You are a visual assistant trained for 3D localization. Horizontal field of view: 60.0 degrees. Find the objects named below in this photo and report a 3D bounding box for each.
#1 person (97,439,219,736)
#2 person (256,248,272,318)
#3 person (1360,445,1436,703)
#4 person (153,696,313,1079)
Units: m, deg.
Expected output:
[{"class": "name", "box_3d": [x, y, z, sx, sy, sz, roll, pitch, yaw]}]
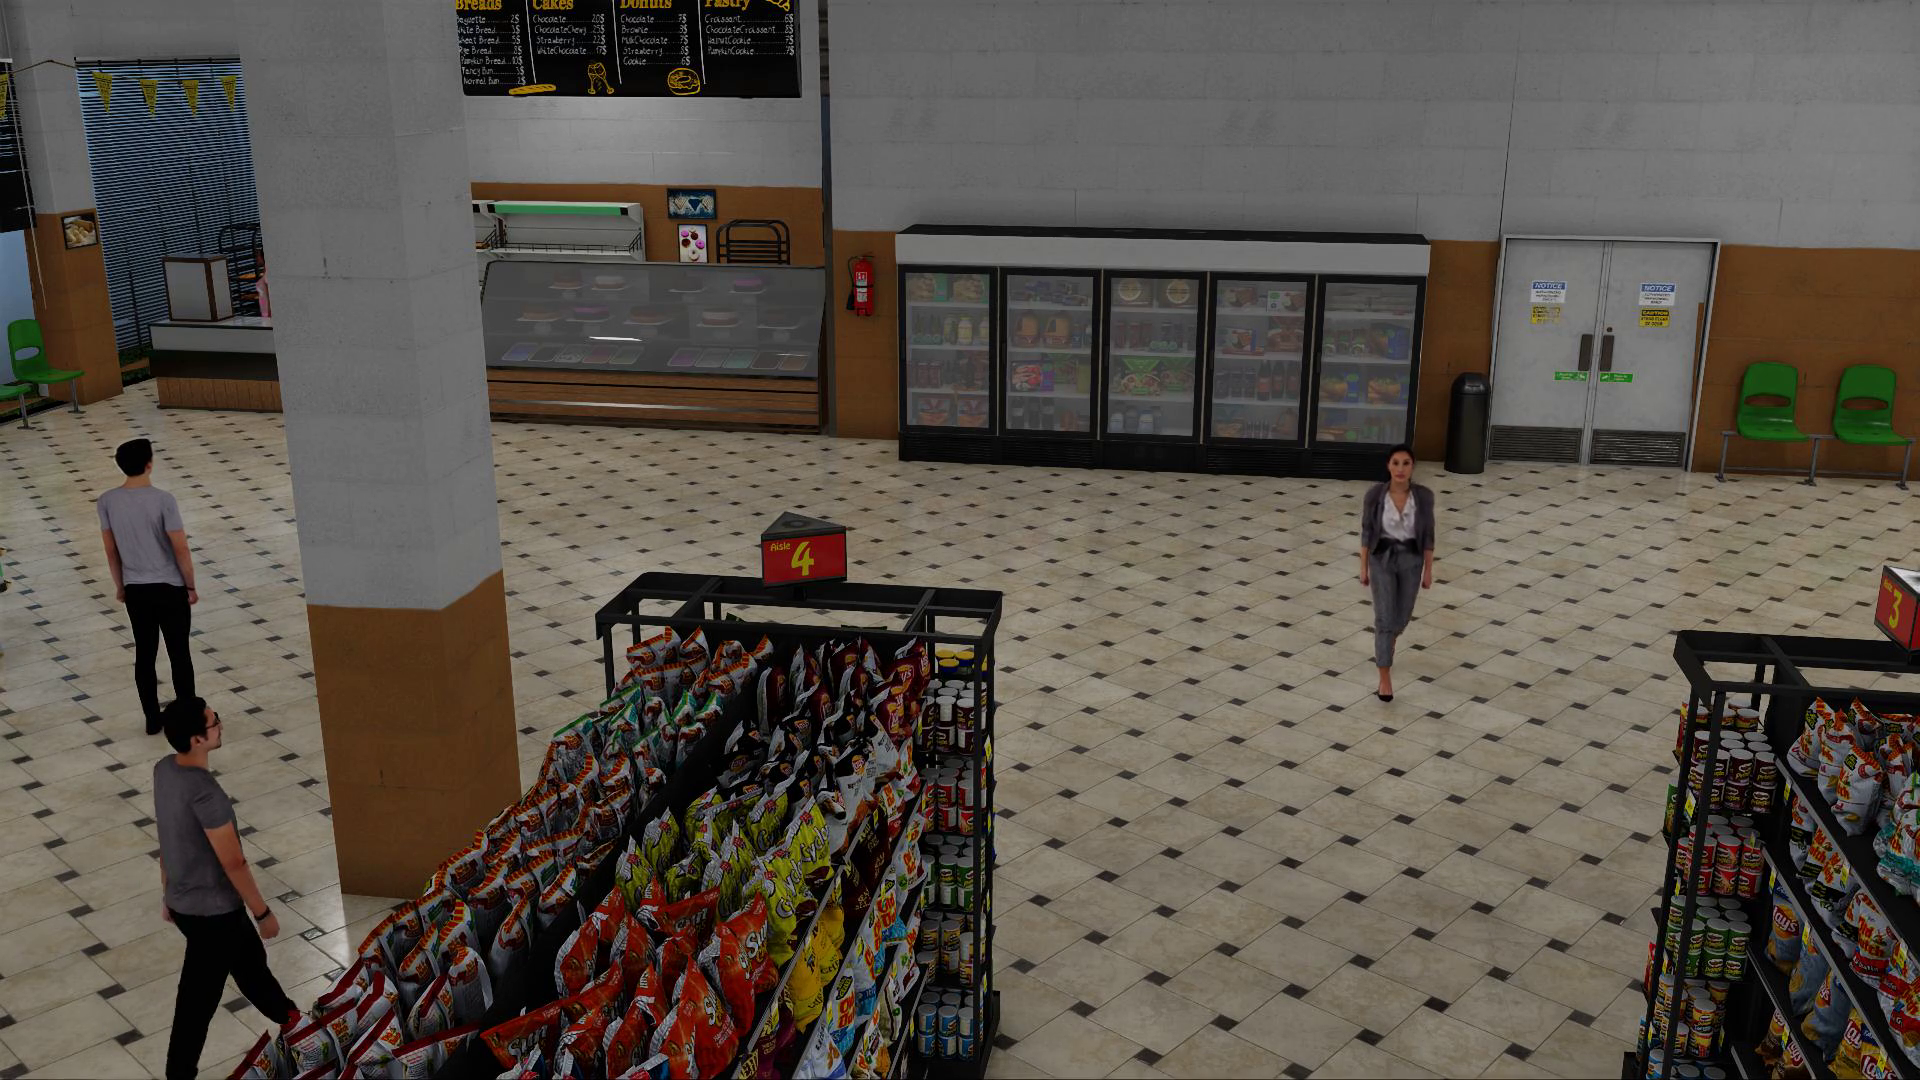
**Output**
[{"class": "person", "box_3d": [-4.938, 0.295, 10.182, 0.684, 1.863, 0.586, 1, 17, 2]}, {"class": "person", "box_3d": [-8.375, -2.715, 20.303, 0.701, 1.741, 0.584, -4, 17, -14]}, {"class": "person", "box_3d": [2.859, 0.188, 10.910, 0.617, 1.644, 1.039, 3, 17, 8]}, {"class": "person", "box_3d": [-3.045, 1.476, 6.543, 1.164, 1.717, 1.026, -16, 23, -42]}]
